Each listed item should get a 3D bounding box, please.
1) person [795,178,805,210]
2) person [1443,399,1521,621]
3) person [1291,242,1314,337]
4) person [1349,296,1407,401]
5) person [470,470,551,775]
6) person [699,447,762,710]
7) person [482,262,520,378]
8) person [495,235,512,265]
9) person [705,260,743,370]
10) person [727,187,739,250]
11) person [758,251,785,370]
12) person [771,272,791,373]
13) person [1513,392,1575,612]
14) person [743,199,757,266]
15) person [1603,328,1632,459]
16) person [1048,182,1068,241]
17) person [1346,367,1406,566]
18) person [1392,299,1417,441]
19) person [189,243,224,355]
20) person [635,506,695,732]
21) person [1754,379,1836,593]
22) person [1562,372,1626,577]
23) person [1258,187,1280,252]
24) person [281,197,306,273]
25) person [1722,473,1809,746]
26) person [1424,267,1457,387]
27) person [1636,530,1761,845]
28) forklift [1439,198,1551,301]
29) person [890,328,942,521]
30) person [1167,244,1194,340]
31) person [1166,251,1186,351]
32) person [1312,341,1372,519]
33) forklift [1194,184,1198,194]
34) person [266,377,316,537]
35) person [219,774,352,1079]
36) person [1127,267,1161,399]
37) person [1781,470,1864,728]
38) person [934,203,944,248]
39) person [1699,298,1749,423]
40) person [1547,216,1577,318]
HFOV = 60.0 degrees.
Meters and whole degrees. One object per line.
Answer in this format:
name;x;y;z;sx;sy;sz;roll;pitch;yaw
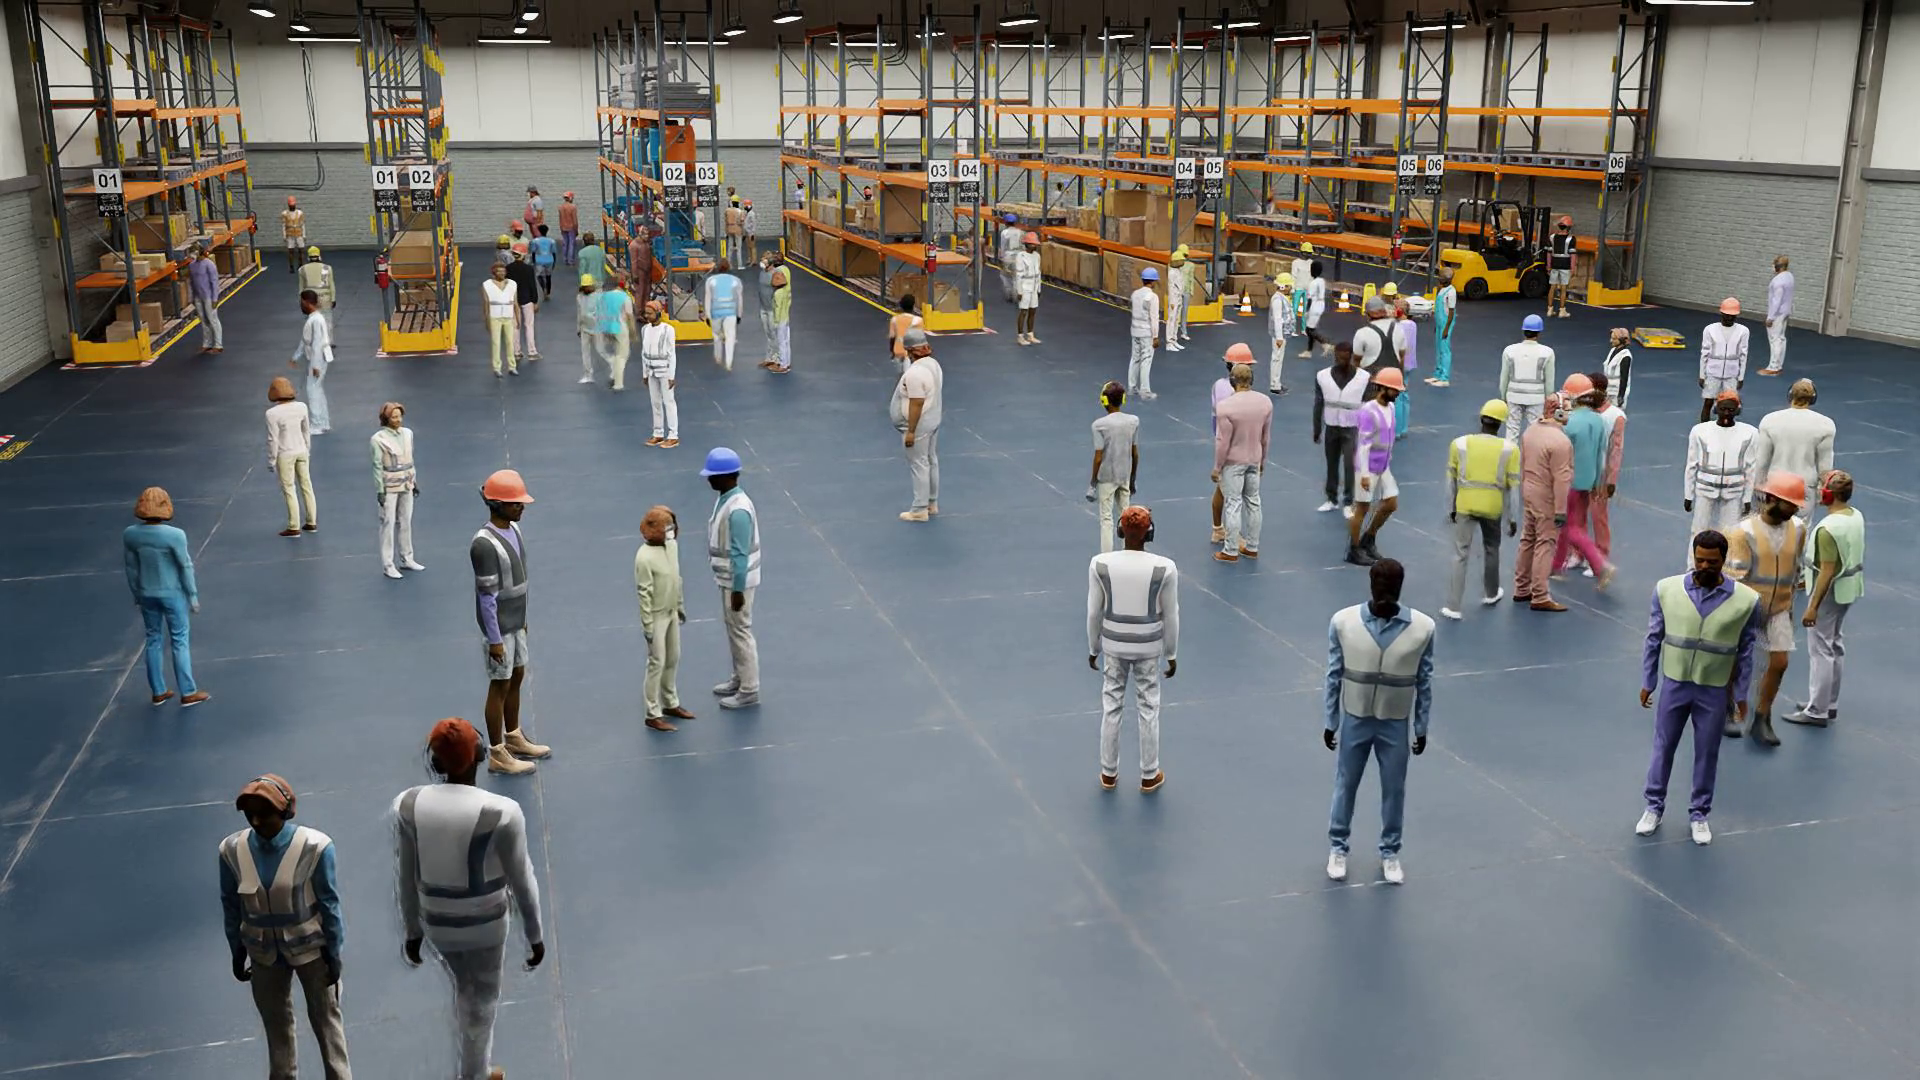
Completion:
person;-4.941;-10.253;51.718;0.359;1.938;0.545;11;19;36
person;4.495;-0.278;14.337;0.603;1.874;0.877;5;16;18
person;6.423;-4.682;31.108;0.530;1.761;0.342;-5;16;-18
person;5.140;-2.078;20.757;0.696;2.000;1.038;-5;16;-18
person;-2.957;0.537;10.936;0.404;2.035;0.606;1;15;5
person;-1.663;0.270;12.132;0.422;1.937;0.612;-4;15;-16
person;-7.322;-3.528;26.617;0.560;1.833;0.418;-9;18;-32
person;-8.989;-5.167;32.950;0.489;1.744;0.295;11;18;36
person;-3.888;-3.718;27.429;0.623;1.783;0.999;-2;15;-9
person;-6.671;-9.477;48.997;0.337;1.839;0.509;1;15;2
person;-3.099;-3.757;27.271;0.354;1.937;0.635;-11;19;-37
person;-2.922;-3.541;27.045;0.284;1.633;0.497;3;15;11
person;5.120;-0.340;14.473;0.400;1.907;0.645;-2;15;-9
person;-5.592;-8.147;44.143;0.336;1.753;0.564;-7;16;-25
person;8.091;-1.802;20.510;0.313;1.633;0.519;0;15;1
person;3.107;-10.260;51.980;0.513;1.825;0.981;13;20;40
person;3.941;-0.694;15.778;0.571;1.916;0.442;-13;19;-39
person;5.716;-2.205;21.606;0.390;1.848;0.564;11;18;35
person;-13.116;-4.192;28.908;0.628;1.939;0.374;8;17;28
person;-2.096;0.542;11.697;0.278;1.621;0.511;5;16;19
person;7.484;-0.491;14.980;0.627;1.940;0.371;9;17;30
person;5.930;-0.626;15.559;0.388;1.905;0.600;-7;16;-24
person;8.914;-9.275;48.182;0.514;1.873;0.697;-6;16;-21
person;-16.972;-7.753;42.371;0.580;1.913;0.487;-9;17;-30
person;5.491;0.477;11.368;0.571;1.912;0.646;0;15;0
person;7.463;-3.294;25.706;0.345;1.847;0.508;-1;15;-3
person;4.388;0.861;9.930;0.599;1.917;0.376;7;16;24
forklift;11.913;-6.508;37.130;2.313;2.155;1.214;-4;15;-15
person;-0.472;-1.229;17.561;0.535;2.000;0.686;5;16;19
person;4.065;-4.565;30.638;0.525;1.771;0.305;-4;15;-14
person;3.825;-4.223;29.396;0.288;1.746;0.487;7;17;25
person;4.043;-1.174;17.670;0.622;1.884;0.637;6;16;21
forklift;7.392;-11.333;53.972;1.873;2.768;1.129;-4;15;-15
person;-6.804;-0.844;16.890;0.278;1.634;0.498;8;17;28
person;-2.869;1.760;7.104;0.509;1.629;0.316;0;15;1
person;2.760;-3.066;24.678;0.431;1.938;0.609;-8;17;-28
person;6.143;0.420;11.742;0.565;1.838;0.384;-14;20;-42
person;-0.592;-9.243;48.292;0.302;1.741;0.494;-1;15;-5
person;9.668;-2.109;21.092;0.544;1.930;0.388;4;16;16
person;12.242;-5.553;33.830;0.373;2.043;0.615;-13;20;-40
